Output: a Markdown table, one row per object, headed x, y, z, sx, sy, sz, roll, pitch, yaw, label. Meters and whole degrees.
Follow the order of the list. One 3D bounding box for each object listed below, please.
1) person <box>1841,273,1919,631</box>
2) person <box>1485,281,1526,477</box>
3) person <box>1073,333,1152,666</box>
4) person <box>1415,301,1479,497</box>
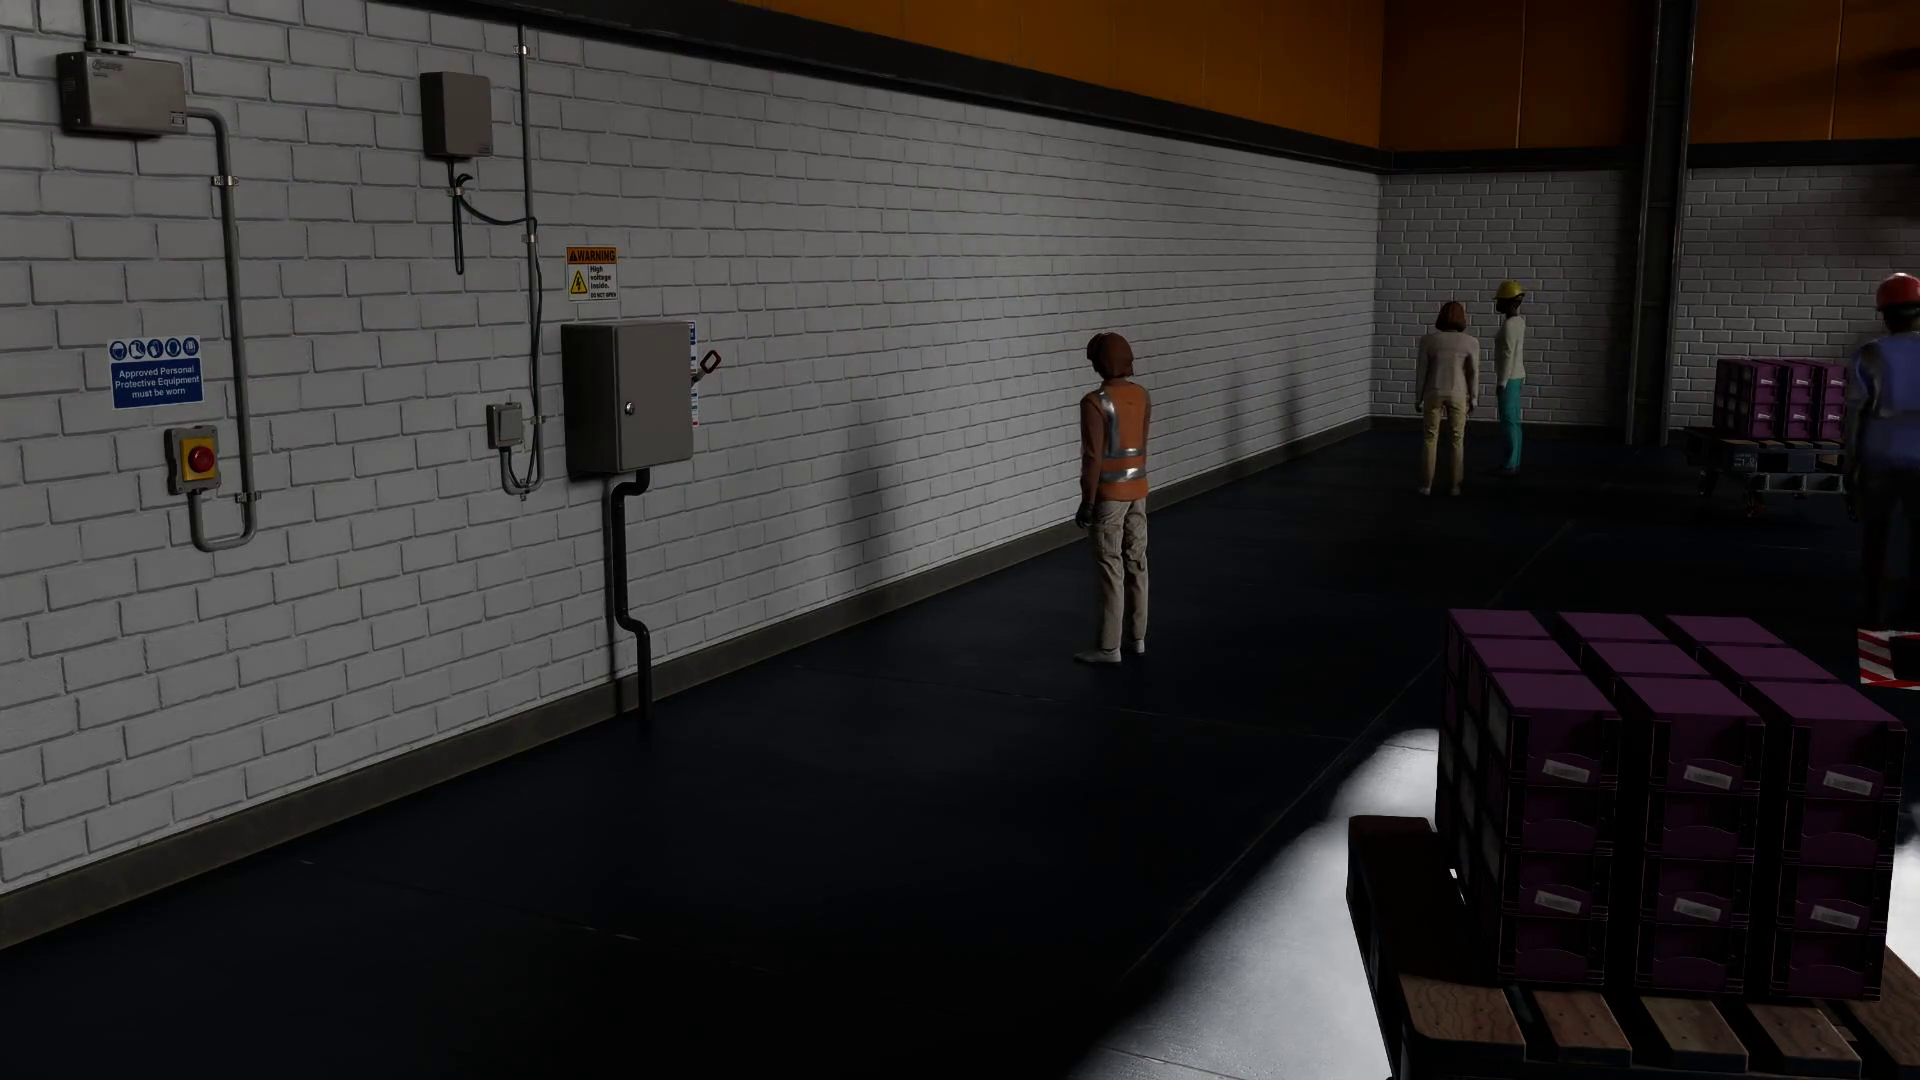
| x | y | z | sx | sy | sz | roll | pitch | yaw | label |
| --- | --- | --- | --- | --- | --- | --- | --- | --- | --- |
| 4.933 | -0.432 | 8.757 | 0.563 | 1.913 | 0.668 | 4 | 11 | 24 | person |
| 4.958 | -1.458 | 15.112 | 0.326 | 1.767 | 0.533 | 5 | 11 | 28 | person |
| 0.756 | -0.198 | 8.195 | 0.314 | 1.636 | 0.515 | 9 | 13 | 41 | person |
| 4.045 | -1.166 | 13.843 | 0.506 | 1.624 | 0.302 | 3 | 10 | 18 | person |
